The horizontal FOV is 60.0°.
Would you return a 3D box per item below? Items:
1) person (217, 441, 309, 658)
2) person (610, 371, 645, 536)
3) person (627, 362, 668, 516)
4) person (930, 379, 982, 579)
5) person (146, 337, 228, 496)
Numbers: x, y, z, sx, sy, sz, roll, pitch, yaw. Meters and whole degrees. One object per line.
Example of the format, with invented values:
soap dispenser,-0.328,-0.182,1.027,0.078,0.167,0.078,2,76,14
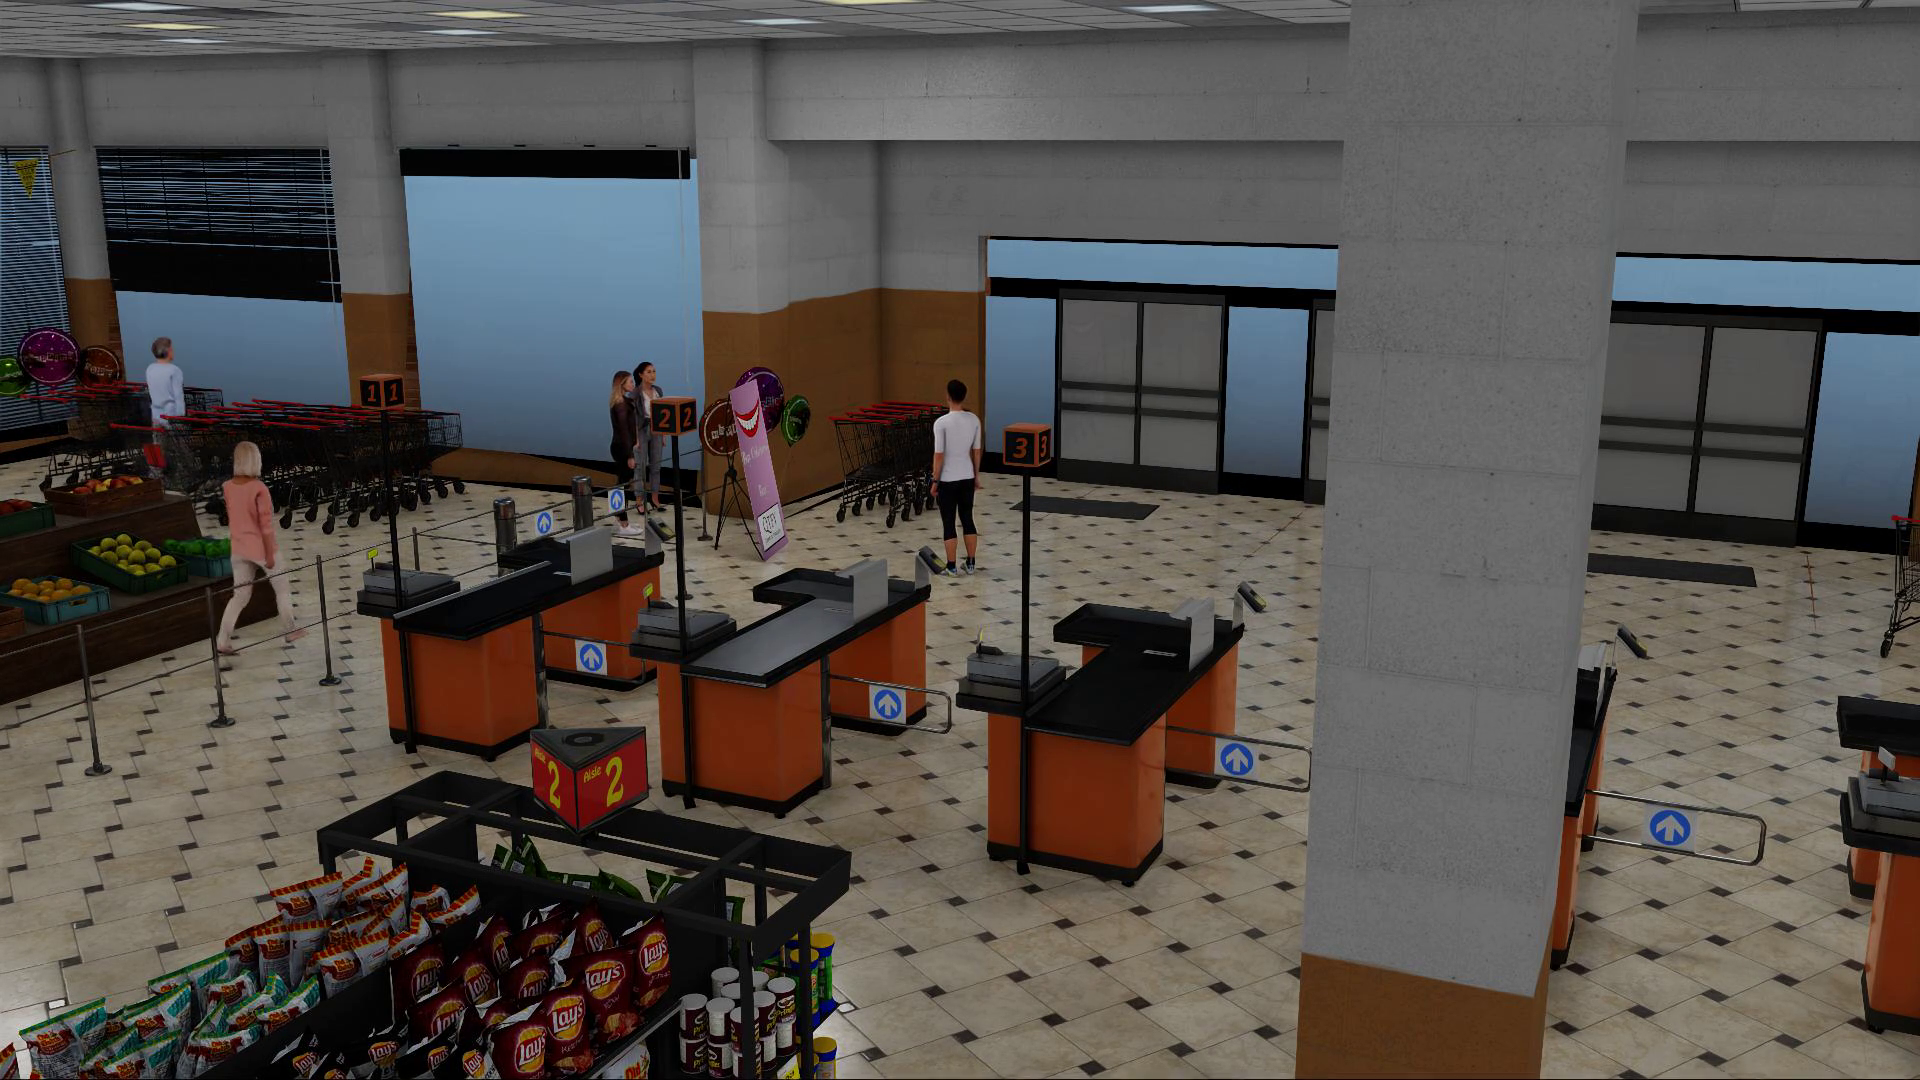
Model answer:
person,-5.621,0.117,13.060,0.706,1.677,1.162,4,14,17
person,-3.500,-0.909,17.234,0.739,1.703,0.656,-4,14,-16
person,-3.417,-1.113,18.135,0.626,1.675,0.743,-13,19,-43
person,-0.034,-0.580,15.567,0.694,1.851,0.815,-8,16,-31
person,-8.830,-1.275,18.433,0.746,1.849,1.183,5,14,19
